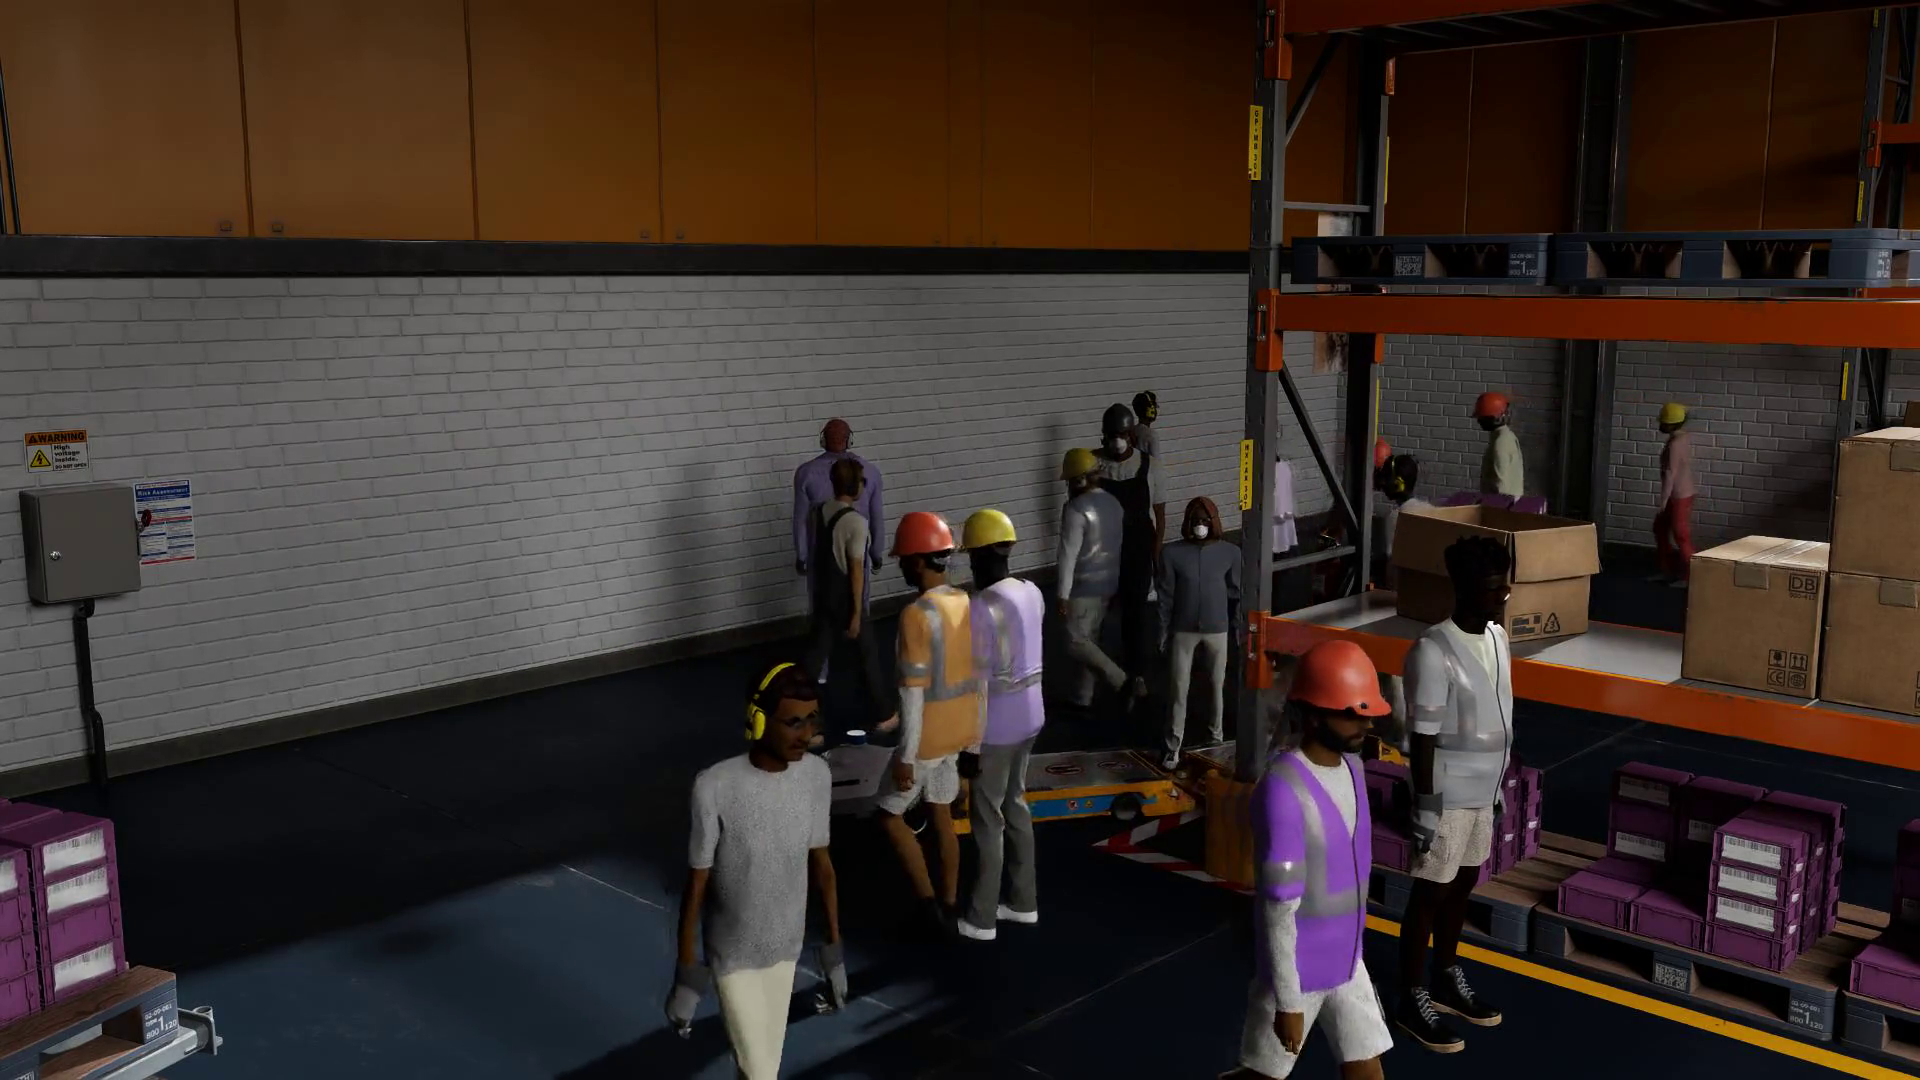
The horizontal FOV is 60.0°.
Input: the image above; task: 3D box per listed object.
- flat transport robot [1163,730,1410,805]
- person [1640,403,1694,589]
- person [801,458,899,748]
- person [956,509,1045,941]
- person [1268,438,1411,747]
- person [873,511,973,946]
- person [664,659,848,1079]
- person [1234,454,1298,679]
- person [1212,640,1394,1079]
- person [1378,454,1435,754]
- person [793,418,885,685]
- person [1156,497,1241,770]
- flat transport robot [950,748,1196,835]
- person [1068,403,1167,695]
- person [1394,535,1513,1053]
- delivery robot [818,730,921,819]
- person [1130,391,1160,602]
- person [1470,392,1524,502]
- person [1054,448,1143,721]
[{"bbox_3d":[1.903,1.284,9.450,1.431,0.197,0.652,-5,10,-27],"label":"flat transport robot"},{"bbox_3d":[6.556,-0.398,15.301,0.559,1.731,0.555,3,10,20],"label":"person"},{"bbox_3d":[-0.731,0.384,10.326,0.533,1.801,0.963,8,12,41],"label":"person"},{"bbox_3d":[0.164,0.811,7.393,0.413,1.908,0.598,5,11,29],"label":"person"},{"bbox_3d":[2.328,0.319,10.263,1.038,1.946,0.618,2,9,10],"label":"person"},{"bbox_3d":[-0.164,0.828,7.182,0.446,1.918,0.584,5,11,29],"label":"person"},{"bbox_3d":[-0.547,1.254,4.819,0.627,1.839,0.543,9,13,44],"label":"person"},{"bbox_3d":[2.149,0.067,11.921,0.505,1.897,0.632,5,11,30],"label":"person"},{"bbox_3d":[0.988,1.208,4.949,0.947,1.907,0.551,9,13,43],"label":"person"},{"bbox_3d":[2.733,0.402,10.038,0.580,1.847,0.504,-8,12,-40],"label":"person"},{"bbox_3d":[-0.867,0.080,11.901,0.662,1.895,0.407,-3,10,-17],"label":"person"},{"bbox_3d":[1.410,0.556,9.780,0.511,1.639,0.302,1,9,5],"label":"person"},{"bbox_3d":[0.493,1.349,9.051,1.431,0.197,0.652,-3,10,-15],"label":"flat transport robot"},{"bbox_3d":[1.087,0.072,11.473,0.684,2.000,0.536,1,9,3],"label":"person"},{"bbox_3d":[1.908,0.944,6.354,0.362,1.963,0.614,9,13,44],"label":"person"},{"bbox_3d":[-0.538,1.231,8.623,0.707,0.478,0.477,-3,10,-20],"label":"delivery robot"},{"bbox_3d":[1.644,-0.388,14.799,0.328,1.876,0.514,-6,11,-32],"label":"person"},{"bbox_3d":[4.538,-0.275,13.978,1.010,1.928,0.655,5,11,28],"label":"person"},{"bbox_3d":[0.905,0.313,10.762,0.678,1.797,0.628,7,11,36],"label":"person"}]
